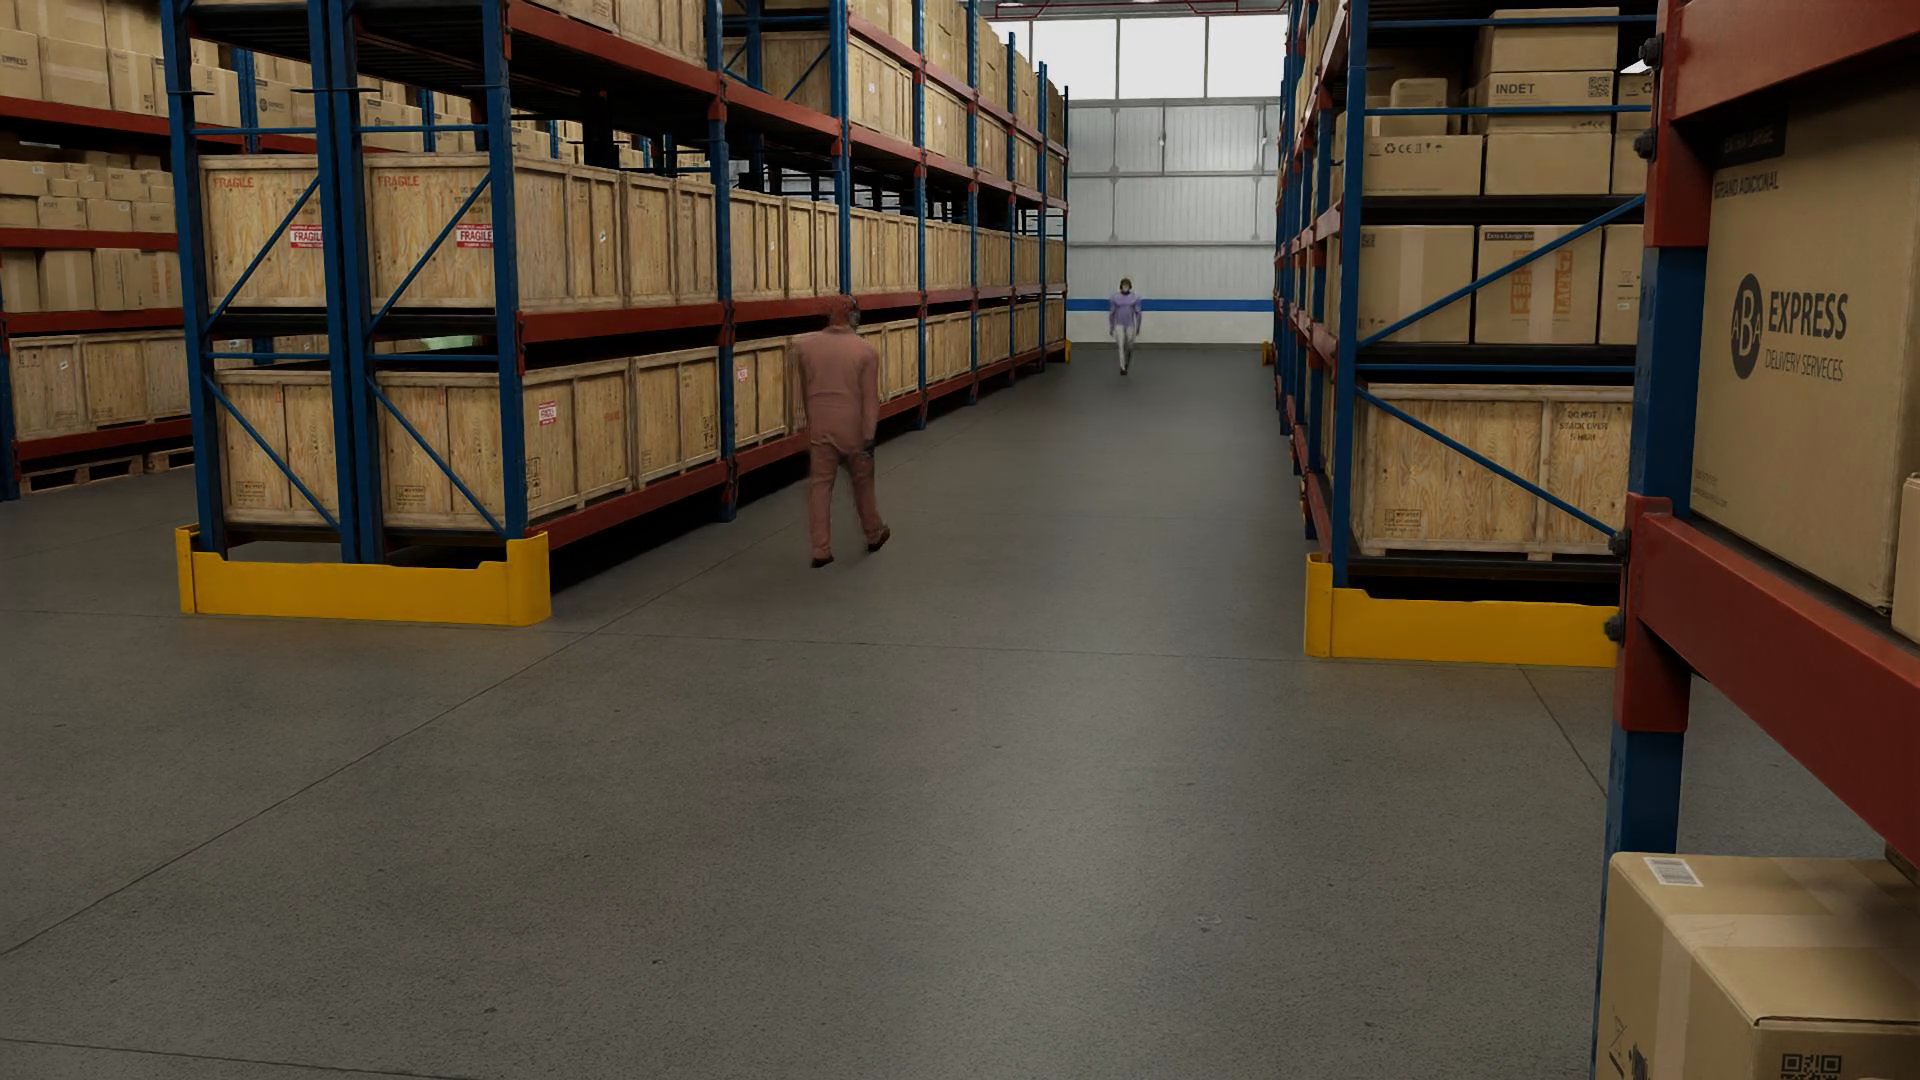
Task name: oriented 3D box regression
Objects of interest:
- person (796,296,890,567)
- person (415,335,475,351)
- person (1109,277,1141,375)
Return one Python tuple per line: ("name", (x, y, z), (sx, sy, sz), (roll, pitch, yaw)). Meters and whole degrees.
("person", (-0.816, -0.776, 11.699), (0.650, 1.852, 1.006), (3, 10, 17))
("person", (-4.565, -1.267, 14.867), (0.670, 1.812, 0.383), (-9, 13, -44))
("person", (3.241, -4.206, 32.750), (0.633, 1.923, 0.586), (0, 9, -1))
